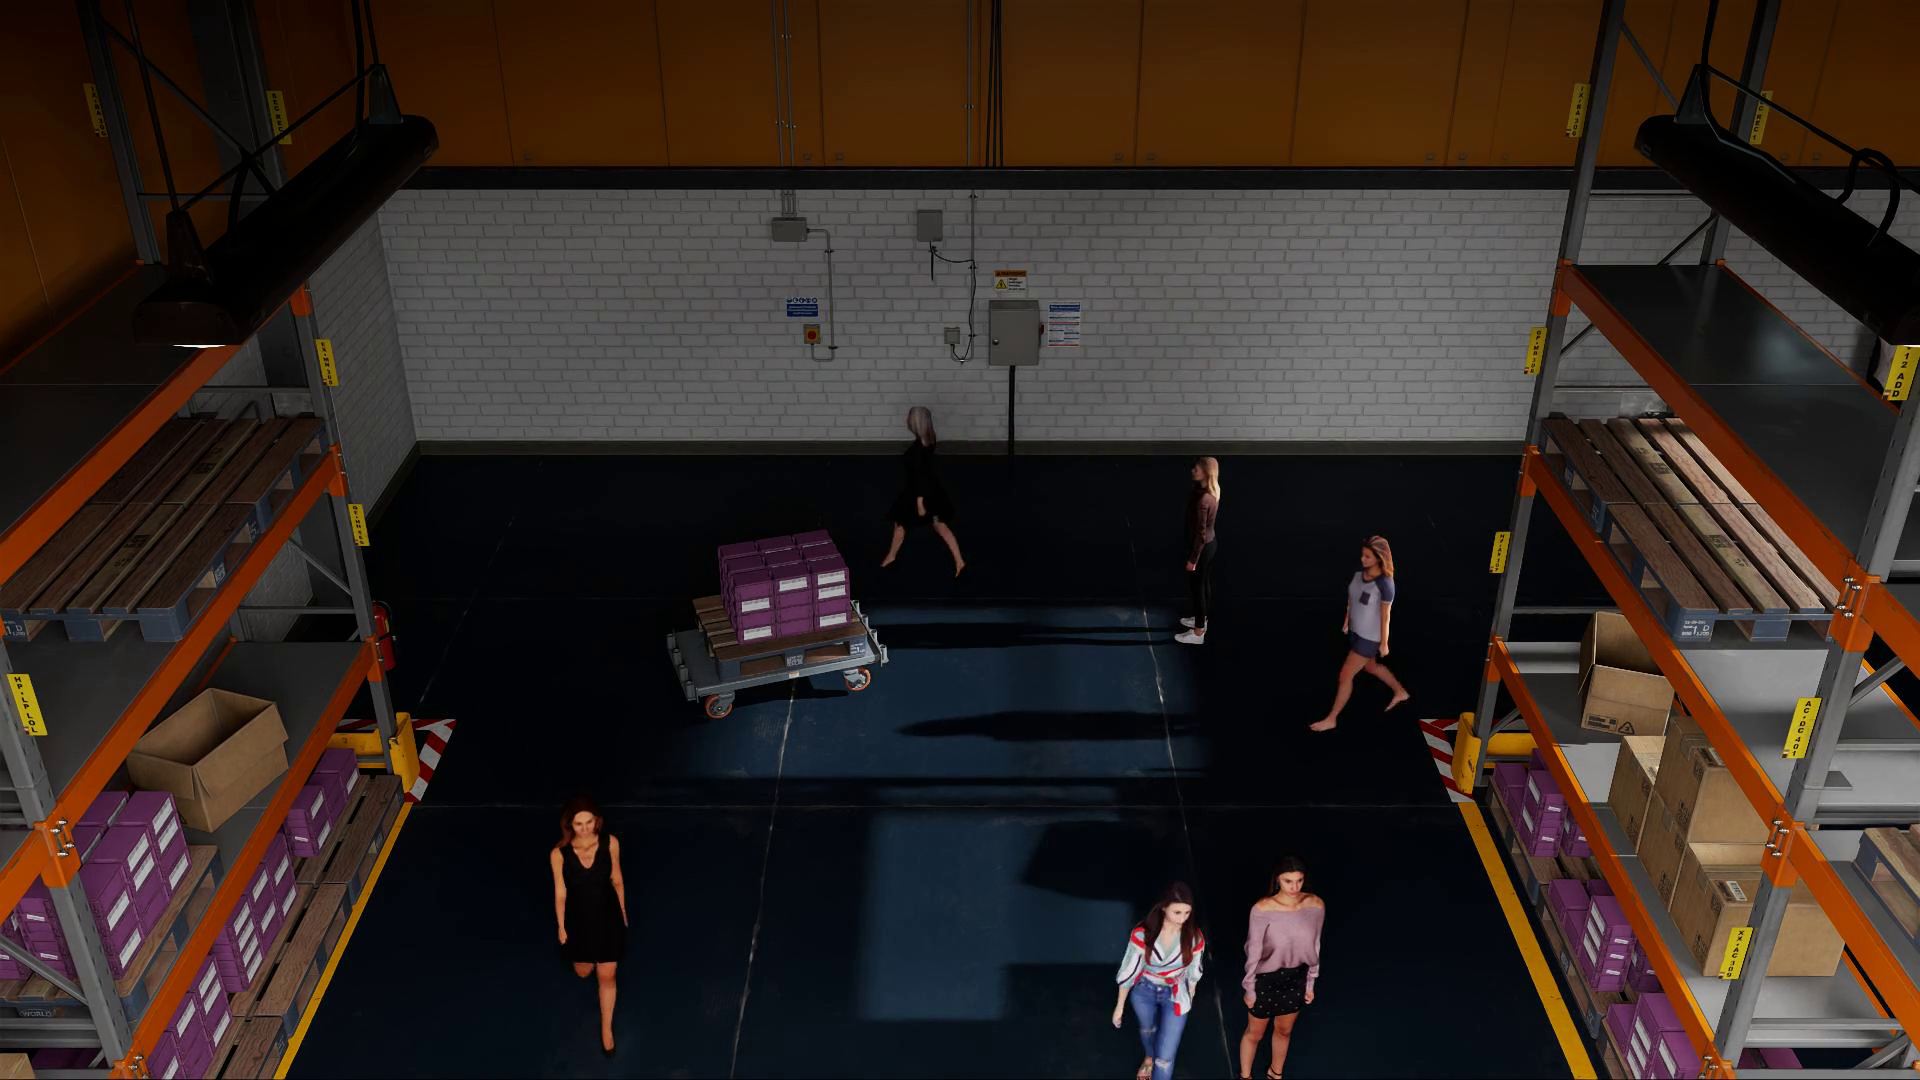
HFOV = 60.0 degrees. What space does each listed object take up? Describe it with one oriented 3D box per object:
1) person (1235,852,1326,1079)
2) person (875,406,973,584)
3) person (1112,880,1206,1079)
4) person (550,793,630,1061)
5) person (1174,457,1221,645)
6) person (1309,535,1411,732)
[{"bbox_3d":[1.784,2.497,9.375,0.656,1.812,0.594,-6,29,-10],"label":"person"},{"bbox_3d":[-0.253,-0.354,14.725,0.939,1.693,1.192,10,30,17],"label":"person"},{"bbox_3d":[1.154,2.542,9.534,0.769,1.580,1.010,8,30,15],"label":"person"},{"bbox_3d":[-2.196,2.226,9.866,0.793,1.817,1.014,-11,31,-19],"label":"person"},{"bbox_3d":[2.024,0.074,13.930,0.725,1.703,0.556,10,30,17],"label":"person"},{"bbox_3d":[3.200,0.715,12.771,0.909,1.687,1.124,-8,30,-14],"label":"person"}]
